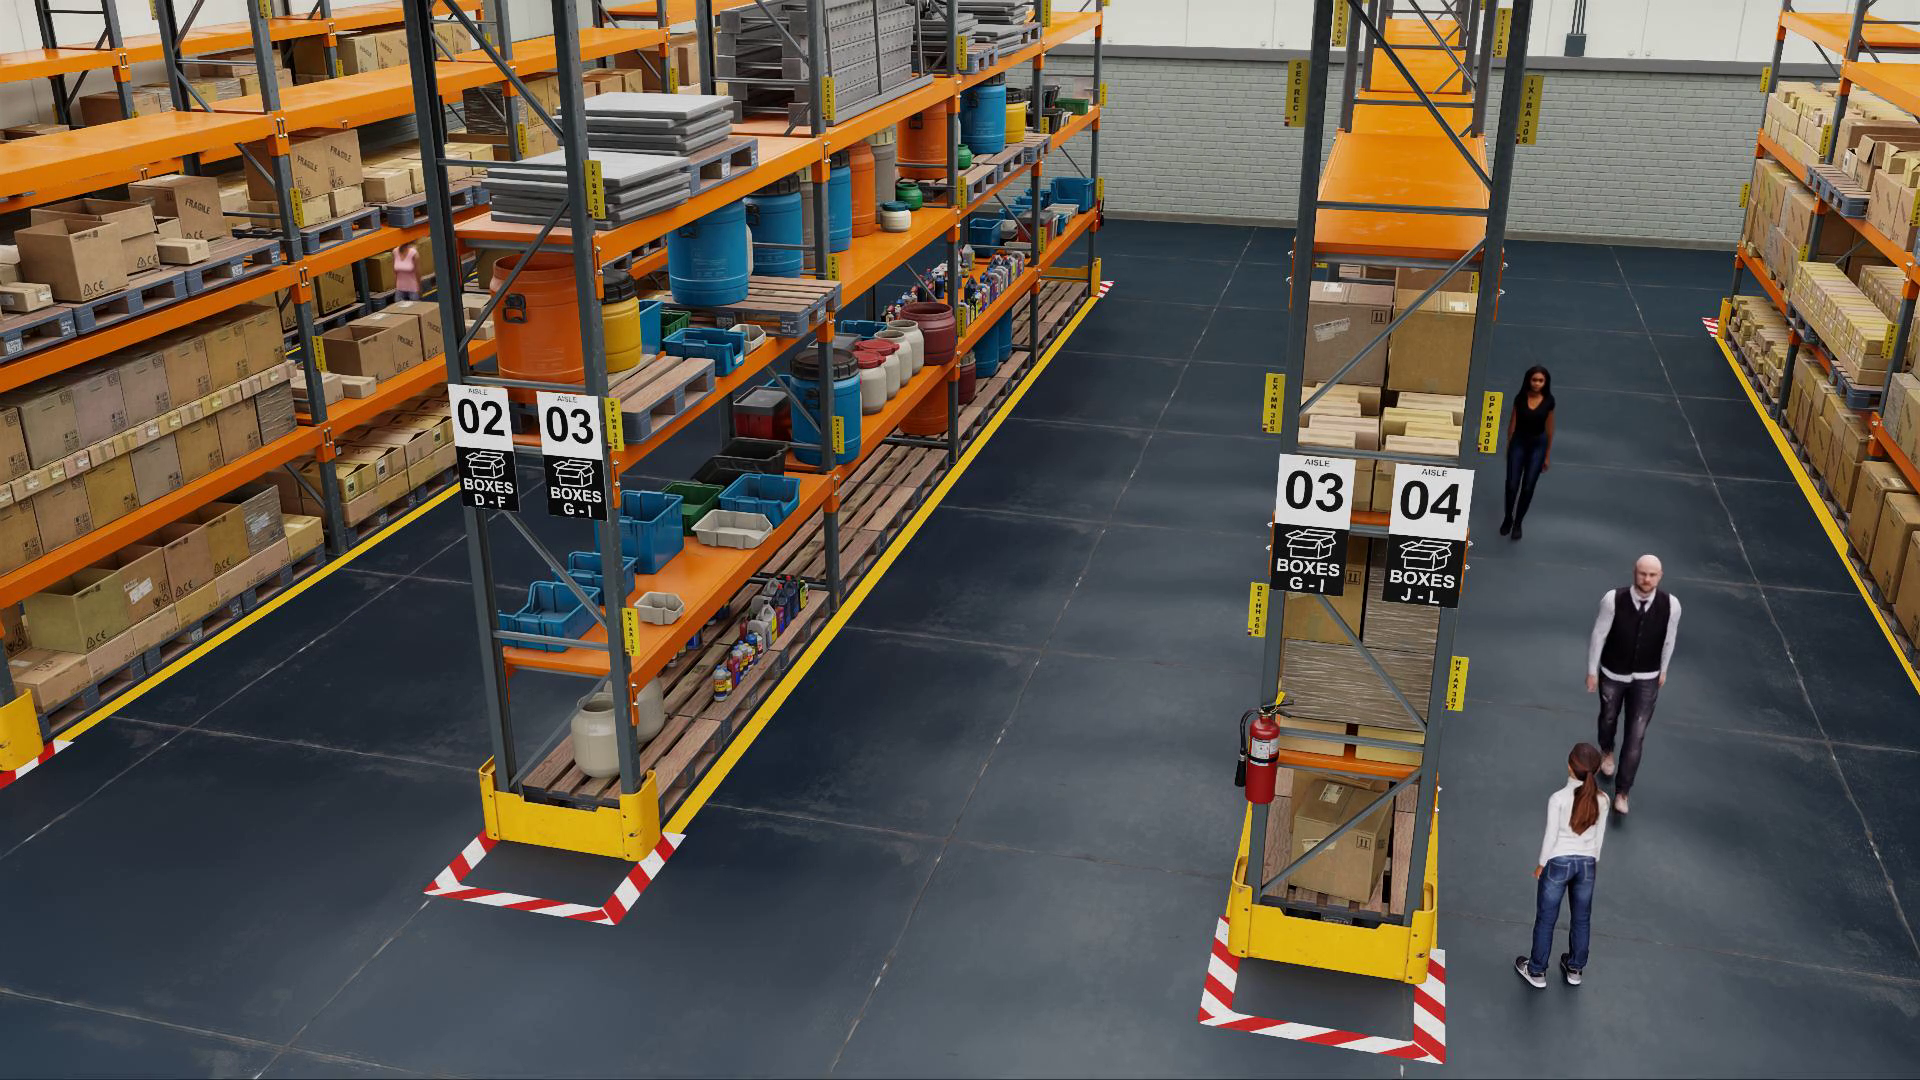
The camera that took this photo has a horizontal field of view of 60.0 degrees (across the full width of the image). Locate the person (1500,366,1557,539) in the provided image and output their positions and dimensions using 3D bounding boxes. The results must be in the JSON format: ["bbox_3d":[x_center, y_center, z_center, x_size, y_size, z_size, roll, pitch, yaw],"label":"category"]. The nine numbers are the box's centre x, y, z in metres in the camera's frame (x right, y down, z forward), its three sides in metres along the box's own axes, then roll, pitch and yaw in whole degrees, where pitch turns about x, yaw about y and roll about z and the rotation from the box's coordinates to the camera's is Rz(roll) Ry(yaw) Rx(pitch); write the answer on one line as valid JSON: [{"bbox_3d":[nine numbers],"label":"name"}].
[{"bbox_3d":[5.450,-0.864,15.964,0.549,1.726,0.578,6,23,14],"label":"person"}]

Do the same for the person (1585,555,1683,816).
[{"bbox_3d":[4.627,0.921,11.537,0.739,1.775,1.205,7,23,17],"label":"person"}]

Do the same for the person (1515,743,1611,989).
[{"bbox_3d":[3.490,1.859,9.529,0.596,1.559,0.617,-1,22,-3],"label":"person"}]
